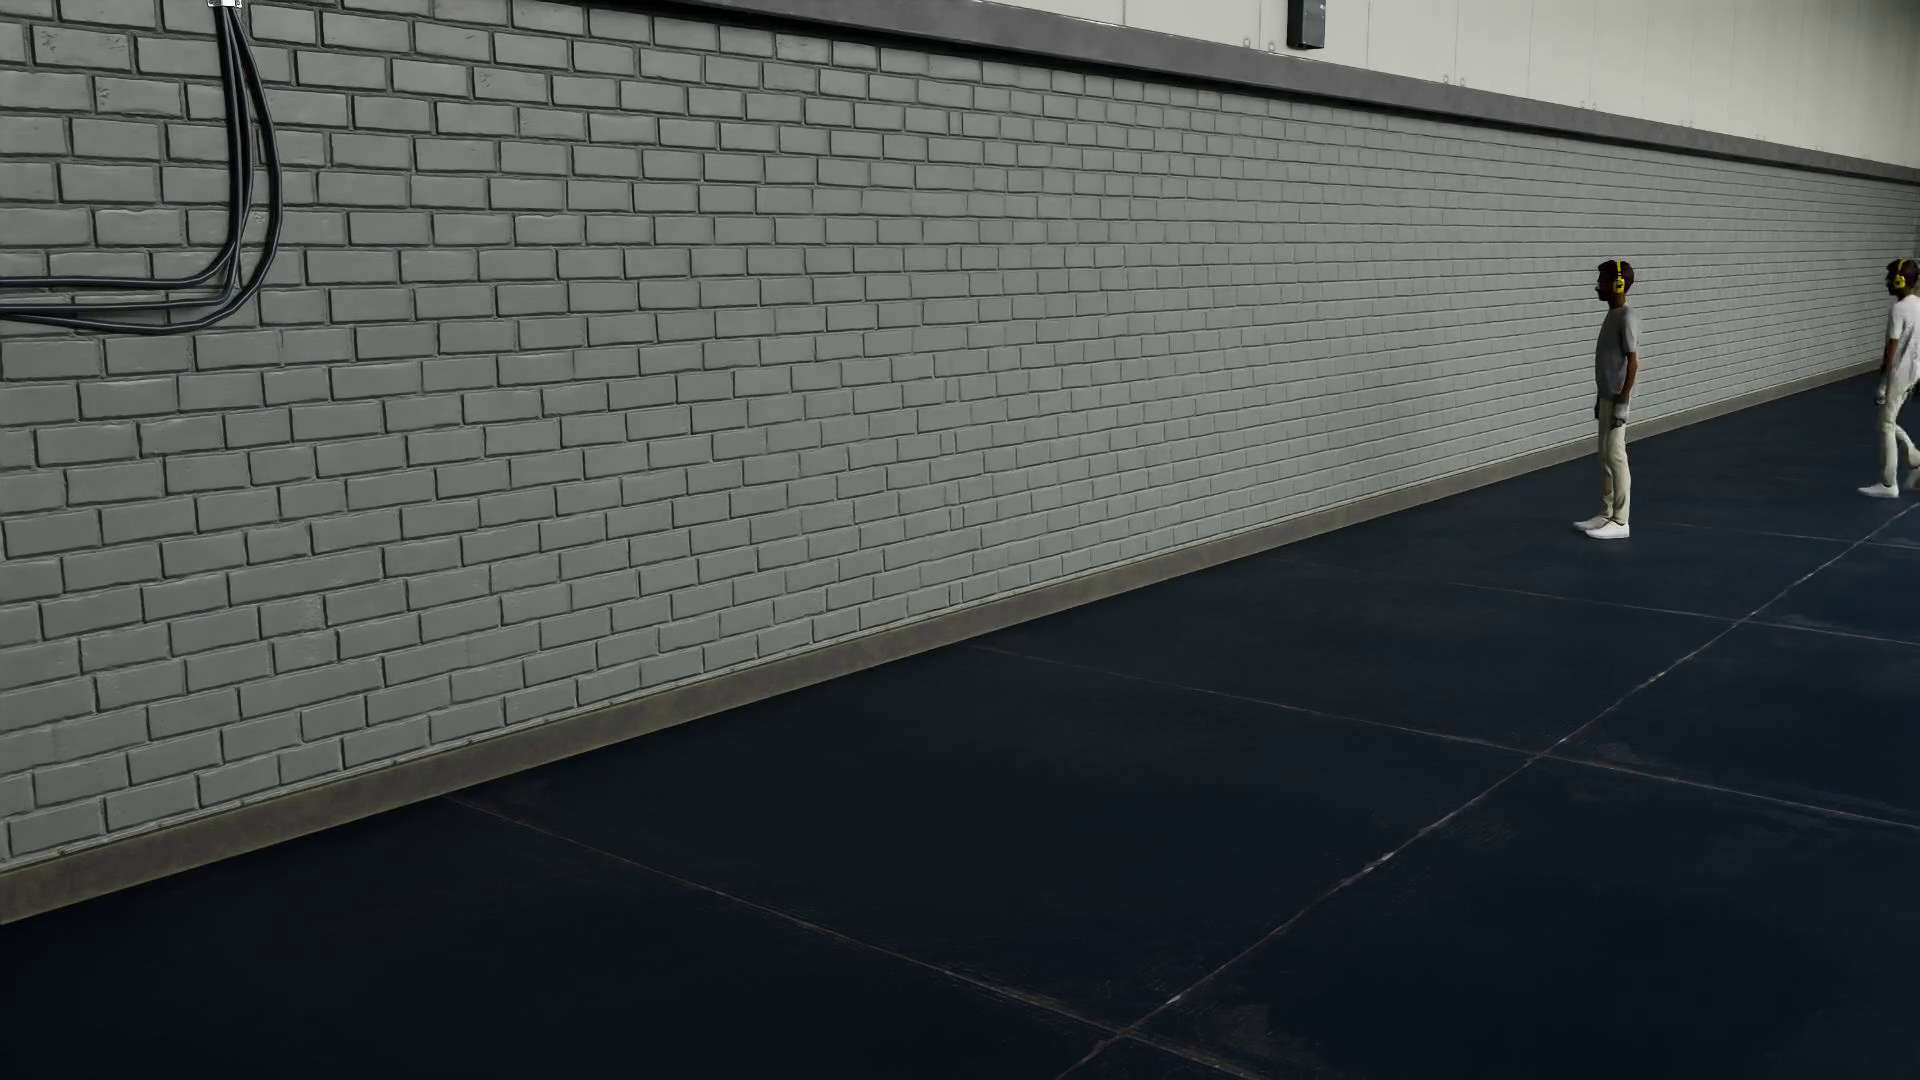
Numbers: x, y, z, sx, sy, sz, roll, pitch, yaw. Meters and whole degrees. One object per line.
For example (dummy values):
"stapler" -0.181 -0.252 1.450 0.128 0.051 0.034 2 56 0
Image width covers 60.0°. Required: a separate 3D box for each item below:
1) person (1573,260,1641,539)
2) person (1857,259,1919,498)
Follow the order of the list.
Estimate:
"person" 4.414 -0.949 11.262 0.309 1.864 0.534 1 10 7
"person" 7.301 -1.246 12.931 0.546 1.849 0.431 -7 12 -35
